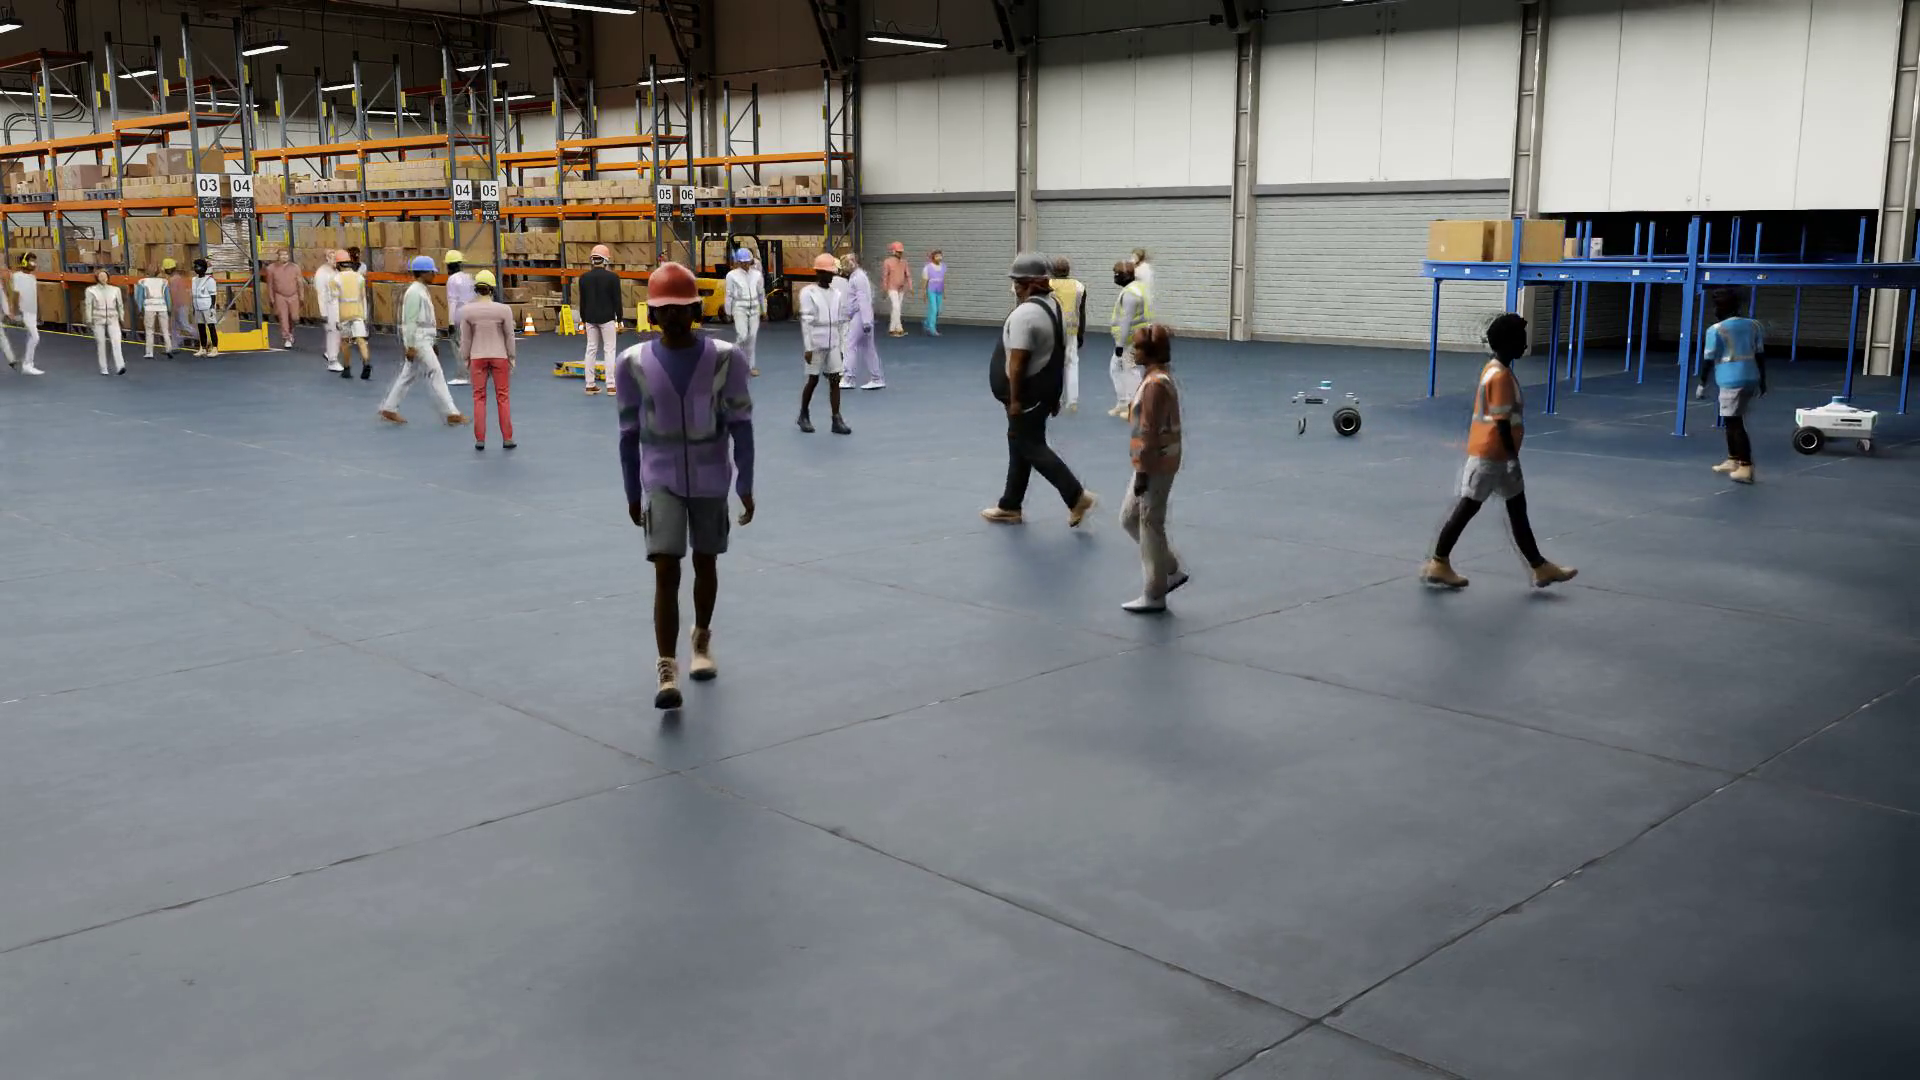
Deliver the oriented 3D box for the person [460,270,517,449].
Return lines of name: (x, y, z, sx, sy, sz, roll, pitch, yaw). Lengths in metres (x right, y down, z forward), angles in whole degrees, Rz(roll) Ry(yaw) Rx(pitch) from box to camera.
person: (-4.679, -1.788, 16.531, 0.525, 1.769, 0.309, -2, 11, -9)

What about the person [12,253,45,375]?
person: (-14.103, -3.423, 25.219, 0.457, 1.845, 0.536, 1, 10, 5)

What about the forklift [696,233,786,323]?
forklift: (-5.496, -6.489, 41.108, 2.313, 2.155, 1.214, -10, 14, -44)

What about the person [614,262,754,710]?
person: (-1.254, -0.260, 7.609, 0.616, 1.988, 1.065, -2, 11, -10)

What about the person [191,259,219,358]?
person: (-13.155, -4.028, 28.935, 0.532, 1.696, 0.319, 4, 11, 22)

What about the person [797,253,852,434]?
person: (-1.480, -2.113, 17.918, 0.556, 1.943, 0.574, -8, 13, -37)

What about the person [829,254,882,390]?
person: (-1.464, -2.989, 22.855, 0.860, 1.849, 0.705, 0, 10, 0)

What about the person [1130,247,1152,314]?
person: (2.919, -3.823, 27.217, 0.446, 1.925, 0.629, 0, 10, -1)

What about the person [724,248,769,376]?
person: (-3.218, -3.437, 25.101, 0.625, 1.926, 0.434, -8, 13, -36)

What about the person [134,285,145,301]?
person: (-21.022, -6.597, 42.547, 0.593, 1.839, 0.958, 0, 10, -1)

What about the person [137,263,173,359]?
person: (-13.884, -3.944, 28.707, 0.533, 1.648, 0.401, -8, 13, -37)

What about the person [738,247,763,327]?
person: (-4.874, -5.844, 38.501, 0.665, 1.836, 0.438, 4, 11, 23)

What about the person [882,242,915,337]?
person: (-1.238, -5.194, 34.577, 0.631, 1.951, 0.926, -9, 14, -42)

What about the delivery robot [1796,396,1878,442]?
delivery robot: (8.570, -1.161, 16.263, 0.707, 0.478, 0.477, 5, 12, 25)

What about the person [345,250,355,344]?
person: (-11.988, -4.761, 32.617, 0.525, 1.812, 0.823, -8, 13, -38)

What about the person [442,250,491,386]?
person: (-7.020, -3.140, 23.524, 0.548, 1.911, 0.583, 2, 11, 9)

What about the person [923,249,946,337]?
person: (-0.578, -5.217, 35.091, 0.600, 1.818, 0.600, -10, 14, -42)

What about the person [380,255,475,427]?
person: (-6.006, -2.202, 18.460, 1.031, 1.897, 0.624, -2, 11, -12)

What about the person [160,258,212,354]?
person: (-13.859, -4.172, 29.675, 0.832, 1.712, 0.572, -3, 11, -15)

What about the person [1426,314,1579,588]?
person: (3.233, -0.515, 9.889, 0.886, 1.641, 0.548, 4, 11, 20)

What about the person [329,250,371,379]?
person: (-8.994, -3.328, 24.566, 0.553, 1.906, 0.877, -8, 13, -37)

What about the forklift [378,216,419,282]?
forklift: (-17.868, -9.201, 54.028, 1.873, 2.768, 1.129, -10, 14, -44)

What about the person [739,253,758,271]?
person: (-4.685, -5.566, 37.206, 0.507, 1.723, 0.592, -7, 12, -32)

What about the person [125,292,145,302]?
person: (-23.248, -7.396, 46.474, 1.050, 1.989, 0.633, -1, 10, -4)

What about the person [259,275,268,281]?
person: (-18.854, -7.052, 45.009, 0.407, 1.844, 0.539, 7, 13, 35)

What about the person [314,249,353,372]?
person: (-9.738, -3.573, 25.907, 0.431, 1.887, 0.674, 2, 11, 9)

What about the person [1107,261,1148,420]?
person: (1.875, -2.279, 19.065, 0.615, 1.814, 0.641, 2, 11, 10)

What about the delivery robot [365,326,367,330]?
delivery robot: (-12.435, -4.383, 33.843, 0.707, 0.478, 0.477, 5, 12, 26)

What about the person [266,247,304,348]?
person: (-12.816, -4.612, 31.607, 0.654, 1.892, 0.644, -7, 13, -34)

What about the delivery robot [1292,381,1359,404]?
delivery robot: (3.942, -1.592, 17.918, 0.698, 0.223, 0.335, 2, 10, 10)

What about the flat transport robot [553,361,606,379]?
flat transport robot: (-5.392, -2.557, 24.917, 1.431, 0.197, 0.652, 9, 13, 39)

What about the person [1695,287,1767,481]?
person: (6.687, -1.347, 14.397, 0.552, 1.650, 0.604, -4, 11, -22)

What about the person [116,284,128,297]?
person: (-20.945, -6.390, 41.557, 0.781, 1.805, 0.603, 8, 13, 37)

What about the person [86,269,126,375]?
person: (-12.873, -3.272, 25.090, 0.542, 1.592, 0.879, -7, 13, -35)

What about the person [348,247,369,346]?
person: (-11.653, -4.669, 31.930, 0.657, 1.879, 0.798, -8, 13, -38)

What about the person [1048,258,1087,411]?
person: (1.207, -2.476, 20.071, 0.633, 1.841, 0.429, -4, 11, -19)

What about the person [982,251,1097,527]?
person: (0.584, -1.085, 12.060, 0.909, 2.000, 0.689, 5, 11, 24)

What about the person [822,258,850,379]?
person: (-1.809, -3.187, 24.117, 0.586, 1.770, 0.971, -2, 11, -11)

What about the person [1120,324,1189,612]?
person: (1.063, -0.397, 9.335, 0.363, 1.626, 0.517, 1, 10, 5)

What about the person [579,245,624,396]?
person: (-4.776, -2.937, 22.214, 0.615, 1.984, 0.421, 3, 11, 18)

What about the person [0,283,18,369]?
person: (-15.266, -3.549, 26.084, 0.460, 1.784, 0.670, 5, 11, 25)
